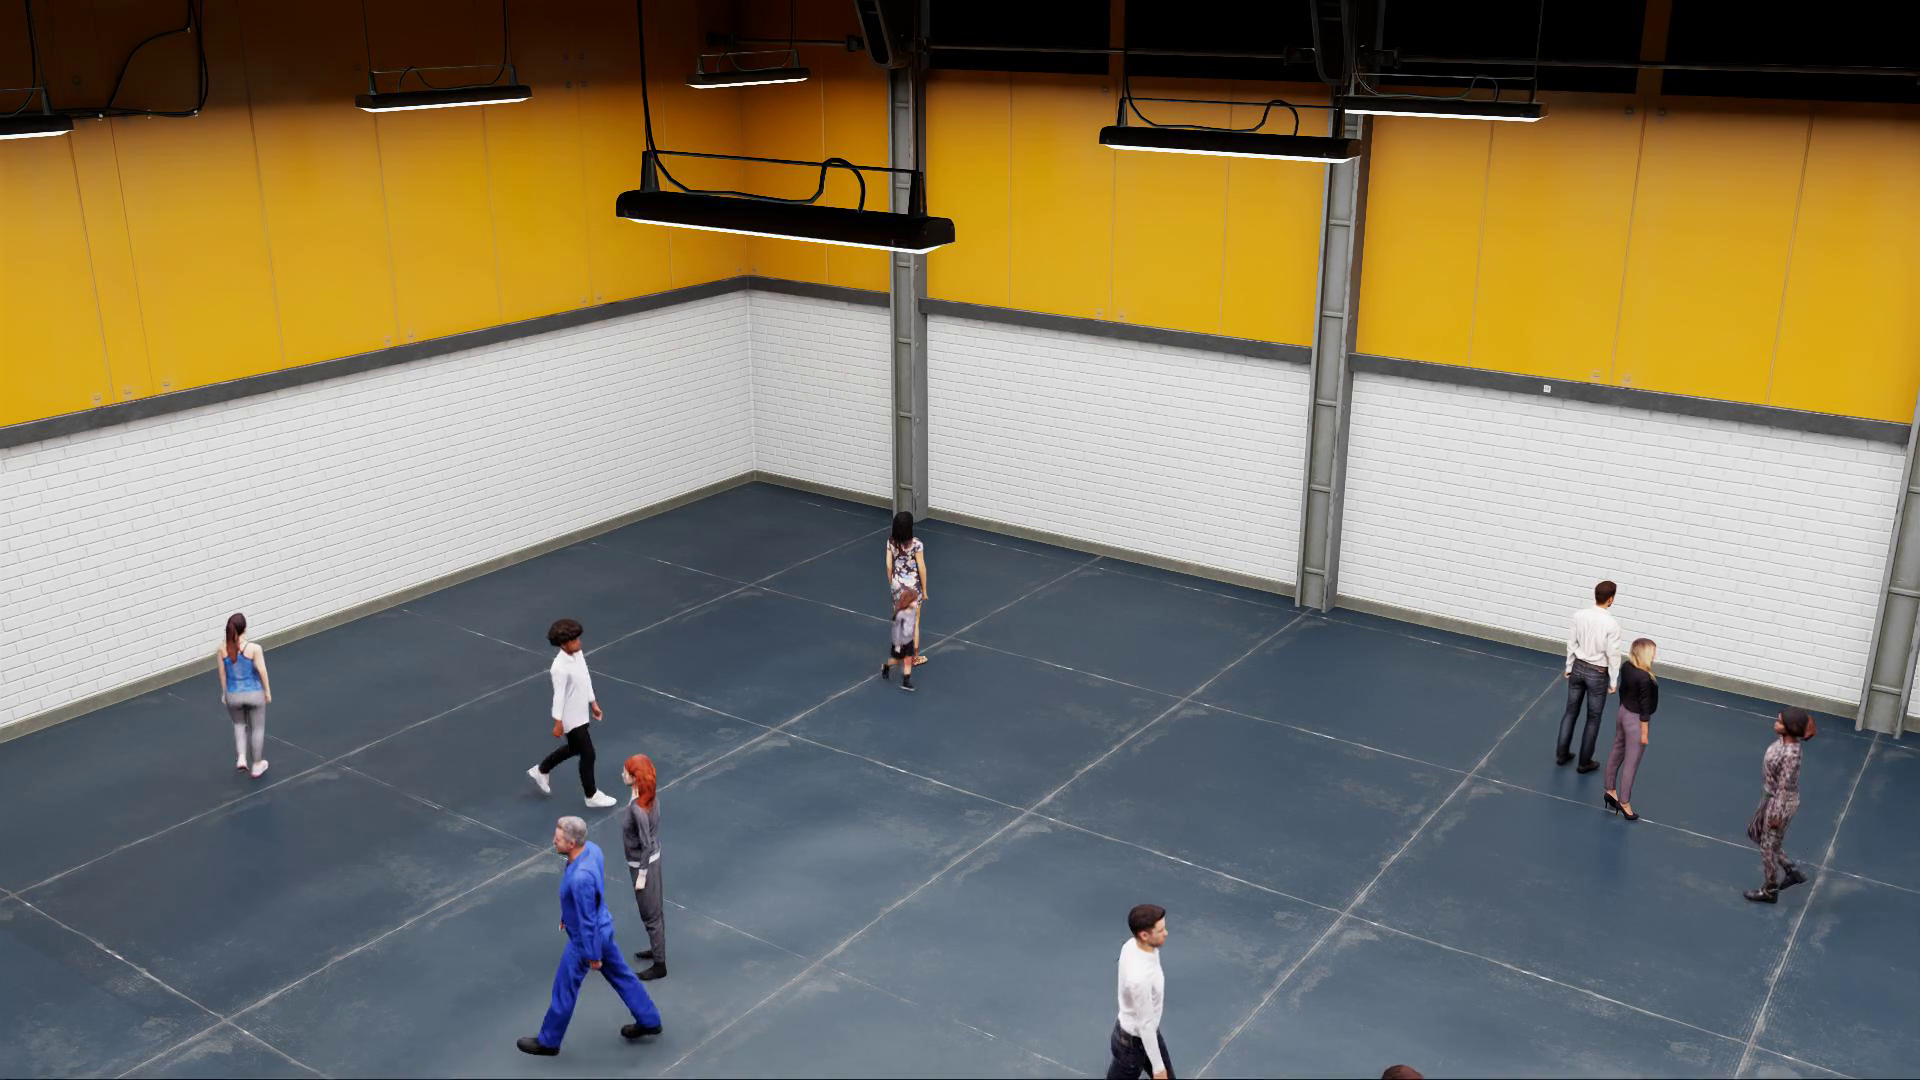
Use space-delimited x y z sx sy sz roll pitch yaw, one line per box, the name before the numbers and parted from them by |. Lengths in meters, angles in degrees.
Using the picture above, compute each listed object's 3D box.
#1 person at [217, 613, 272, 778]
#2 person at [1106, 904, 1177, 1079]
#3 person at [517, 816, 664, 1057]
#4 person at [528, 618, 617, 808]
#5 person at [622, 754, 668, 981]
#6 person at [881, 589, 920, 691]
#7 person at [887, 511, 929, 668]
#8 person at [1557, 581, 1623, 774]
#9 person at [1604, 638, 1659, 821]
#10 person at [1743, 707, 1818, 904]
person | -6.592 1.461 15.277 0.741 1.598 0.800 -2 19 -6
person | 0.987 3.062 10.177 1.313 1.819 1.014 3 19 9
person | -2.426 2.698 11.321 1.321 1.777 1.181 0 19 -1
person | -3.506 1.532 14.766 1.150 1.789 0.947 2 19 7
person | -2.317 2.391 12.232 0.695 1.779 0.646 -2 19 -7
person | -0.630 1.027 17.372 0.567 1.082 0.751 -16 24 -39
person | -0.580 0.521 17.856 0.535 1.733 0.695 8 20 21
person | 5.842 1.265 15.438 0.779 1.866 0.570 -16 24 -39
person | 5.899 1.642 14.631 0.725 1.666 0.678 -2 19 -6
person | 6.570 2.120 13.160 0.766 1.700 0.671 7 20 20
